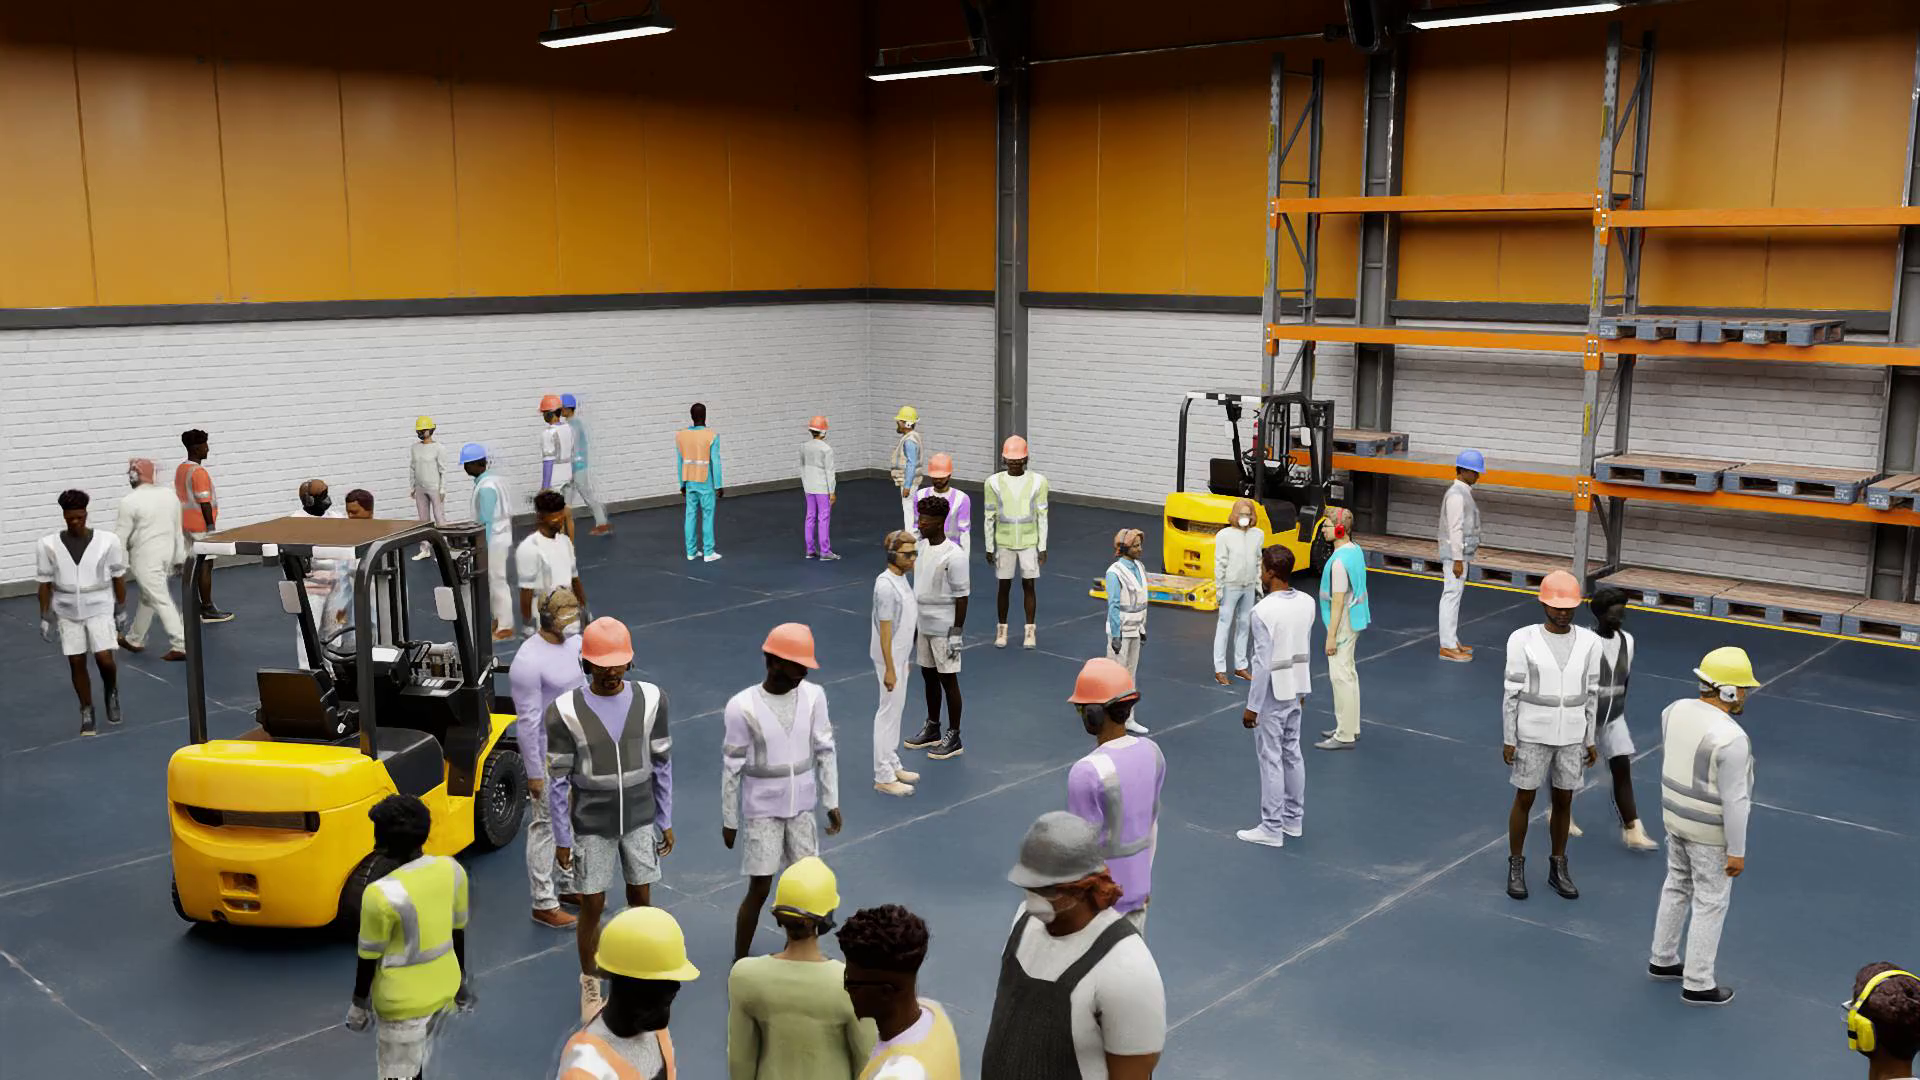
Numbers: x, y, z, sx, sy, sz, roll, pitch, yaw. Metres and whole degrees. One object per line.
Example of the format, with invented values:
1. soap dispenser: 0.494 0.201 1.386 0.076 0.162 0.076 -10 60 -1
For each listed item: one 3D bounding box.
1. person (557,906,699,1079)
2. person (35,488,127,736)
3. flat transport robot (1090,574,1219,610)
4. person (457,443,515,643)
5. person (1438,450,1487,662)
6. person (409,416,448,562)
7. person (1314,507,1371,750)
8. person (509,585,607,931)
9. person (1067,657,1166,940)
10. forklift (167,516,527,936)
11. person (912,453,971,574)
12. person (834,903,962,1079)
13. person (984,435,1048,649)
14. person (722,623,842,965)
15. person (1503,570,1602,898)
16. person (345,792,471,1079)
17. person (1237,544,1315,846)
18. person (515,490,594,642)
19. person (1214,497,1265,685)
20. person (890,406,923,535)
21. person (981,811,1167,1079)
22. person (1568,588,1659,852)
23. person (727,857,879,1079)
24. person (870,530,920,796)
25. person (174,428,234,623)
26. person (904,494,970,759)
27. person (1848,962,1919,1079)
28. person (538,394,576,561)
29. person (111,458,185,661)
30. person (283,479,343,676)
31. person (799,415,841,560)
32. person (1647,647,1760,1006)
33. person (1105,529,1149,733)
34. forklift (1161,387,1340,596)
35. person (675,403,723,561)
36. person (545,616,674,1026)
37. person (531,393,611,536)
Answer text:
1. person: -0.964 1.986 4.818 0.409 1.911 0.653 3 10 14
2. person: -6.774 0.555 12.847 0.600 1.944 0.420 -3 11 -19
3. flat transport robot: 2.172 0.525 17.790 1.431 0.197 0.652 6 11 29
4. person: -4.529 0.024 15.934 0.485 1.914 0.651 -3 10 -18
5. person: 4.588 0.136 15.264 0.401 1.938 0.602 4 11 20
6. person: -6.407 -0.617 20.043 0.524 1.769 0.309 4 11 20
7. person: 2.896 0.663 12.550 0.381 1.838 0.565 4 11 22
8. person: -2.243 1.196 9.259 0.379 1.931 0.635 3 10 18
9. person: 0.623 1.509 7.194 0.403 2.030 0.612 8 13 37
10. forklift: -3.583 0.976 9.748 1.214 2.155 2.313 2 10 11
11. person: -0.177 0.162 15.162 0.549 1.926 0.388 3 10 15
12. person: -0.128 1.977 4.747 0.490 1.954 0.630 2 10 13
13. person: 0.527 0.028 15.624 0.601 2.036 0.404 0 10 2
14. person: -0.891 1.358 8.382 0.584 1.915 0.438 -7 12 -33
15. person: 3.424 1.126 9.628 0.552 1.937 0.356 0 10 1
16. person: -2.132 1.797 6.619 0.792 1.661 0.525 3 11 19
17. person: 2.018 0.979 10.521 0.375 1.917 0.598 9 14 43
18. person: -3.031 0.582 12.712 0.616 1.933 0.655 3 10 16
19. person: 2.425 0.435 14.425 0.501 1.633 0.288 -5 11 -26
20. person: -0.655 -0.733 20.498 0.404 1.837 0.590 0 10 -3
21. person: 0.329 1.828 5.334 0.537 2.000 0.690 -6 11 -29
22. person: 4.034 1.128 10.393 0.536 1.656 0.823 -3 10 -15
23. person: -0.513 1.923 5.579 0.526 1.768 0.331 2 10 11
24. person: -0.446 0.839 11.532 0.336 1.842 0.508 2 10 10
25. person: -7.677 -0.148 16.801 0.607 1.966 0.367 9 13 41
26. person: -0.174 0.634 12.345 0.361 1.964 0.617 -7 12 -33
27. person: 2.470 2.061 4.535 0.510 1.861 0.324 -2 10 -11
28. person: -4.822 -0.719 19.829 0.371 2.044 0.608 3 10 15
29. person: -7.477 0.177 15.250 0.987 1.854 0.656 3 10 15
30. person: -5.389 0.401 14.021 0.429 1.845 0.633 6 11 30
31. person: -1.697 -0.615 20.153 0.564 1.720 0.321 9 14 43
32. person: 3.722 1.420 8.303 0.403 1.817 0.602 -2 10 -10
33. person: 1.275 0.720 12.784 0.307 1.641 0.513 6 11 30
34. forklift: 3.298 -0.608 18.767 1.214 2.155 2.313 9 13 42
35. person: -3.150 -0.695 20.081 0.595 1.910 0.406 4 11 22
36. person: -1.672 1.360 8.043 0.601 2.036 0.407 -5 11 -26
37. person: -5.052 -0.962 21.654 1.021 1.893 0.634 -4 11 -21
